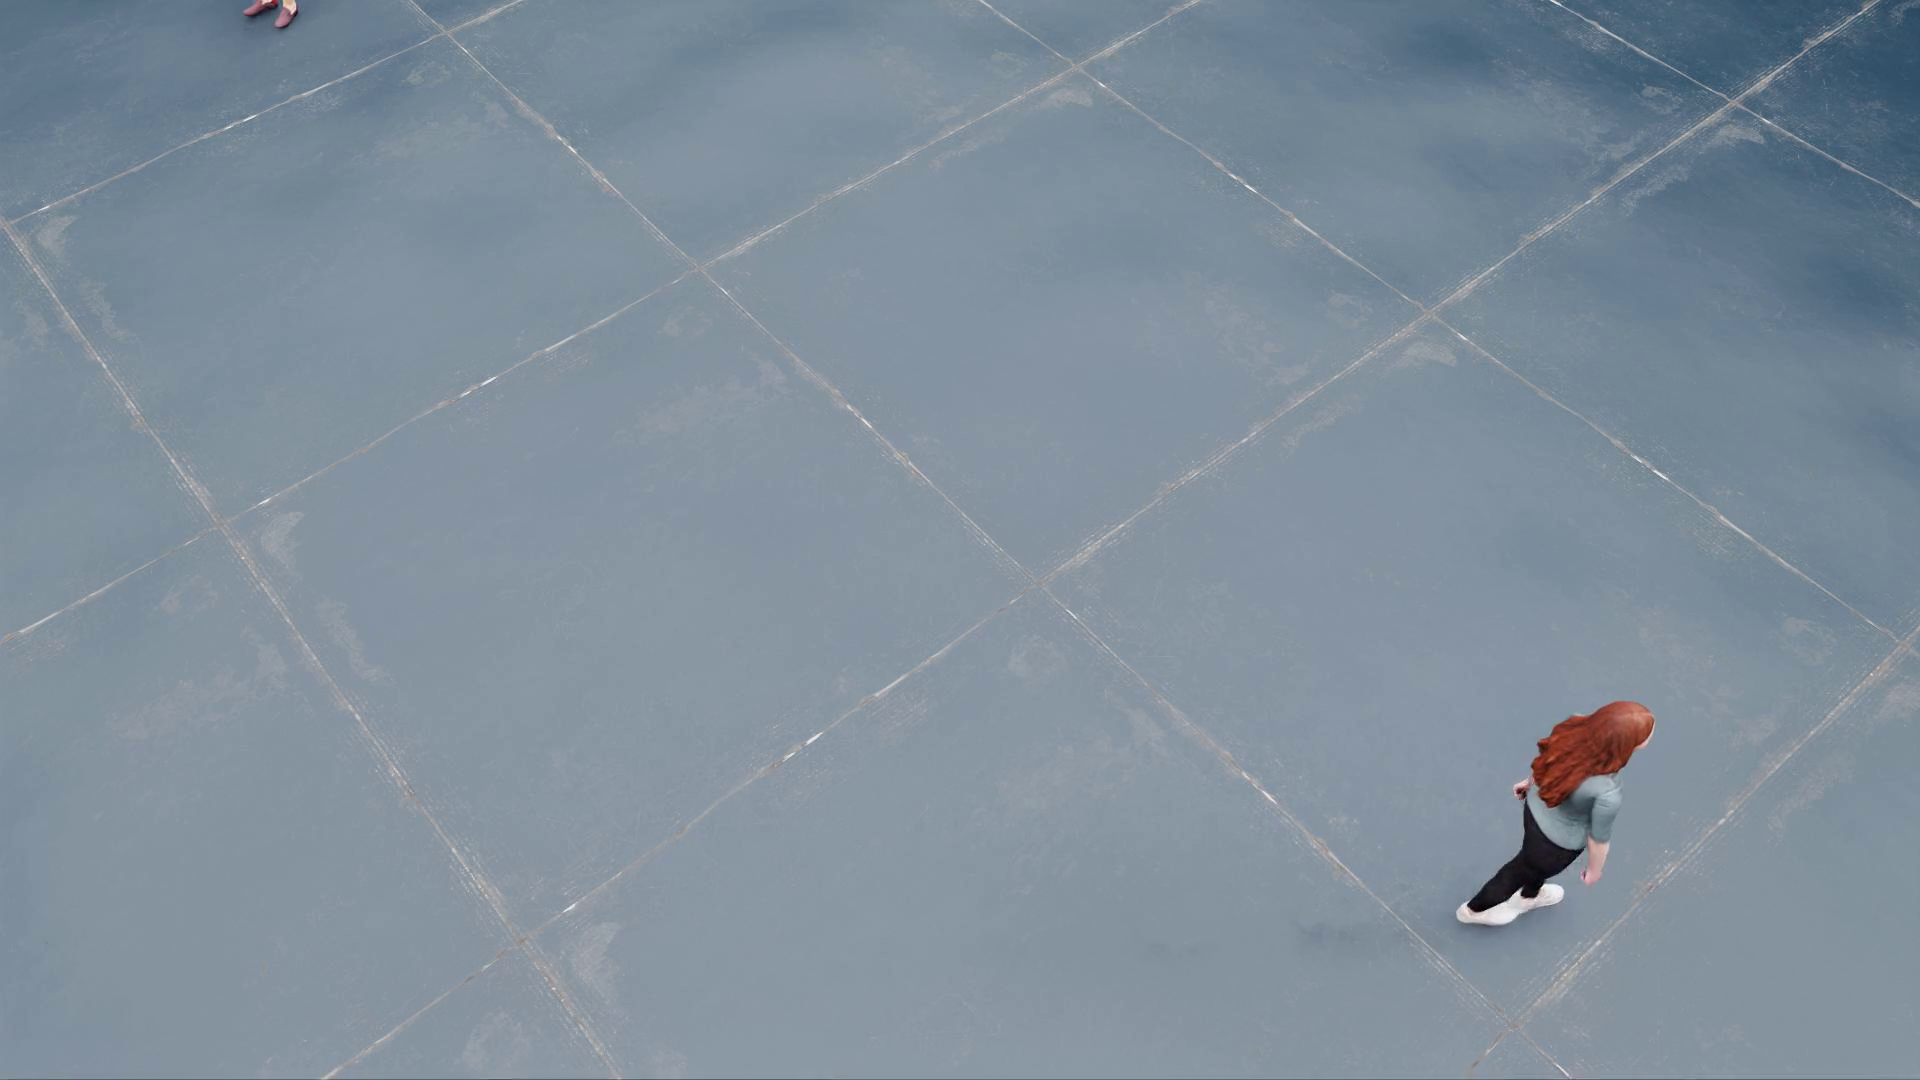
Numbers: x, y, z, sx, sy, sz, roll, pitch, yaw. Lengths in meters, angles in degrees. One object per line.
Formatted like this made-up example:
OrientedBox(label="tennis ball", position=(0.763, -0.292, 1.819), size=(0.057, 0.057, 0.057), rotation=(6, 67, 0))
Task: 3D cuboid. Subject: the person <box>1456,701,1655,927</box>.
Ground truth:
OrientedBox(label="person", position=(2.260, 1.140, 6.566), size=(0.858, 1.729, 0.793), rotation=(-3, 52, -3))
